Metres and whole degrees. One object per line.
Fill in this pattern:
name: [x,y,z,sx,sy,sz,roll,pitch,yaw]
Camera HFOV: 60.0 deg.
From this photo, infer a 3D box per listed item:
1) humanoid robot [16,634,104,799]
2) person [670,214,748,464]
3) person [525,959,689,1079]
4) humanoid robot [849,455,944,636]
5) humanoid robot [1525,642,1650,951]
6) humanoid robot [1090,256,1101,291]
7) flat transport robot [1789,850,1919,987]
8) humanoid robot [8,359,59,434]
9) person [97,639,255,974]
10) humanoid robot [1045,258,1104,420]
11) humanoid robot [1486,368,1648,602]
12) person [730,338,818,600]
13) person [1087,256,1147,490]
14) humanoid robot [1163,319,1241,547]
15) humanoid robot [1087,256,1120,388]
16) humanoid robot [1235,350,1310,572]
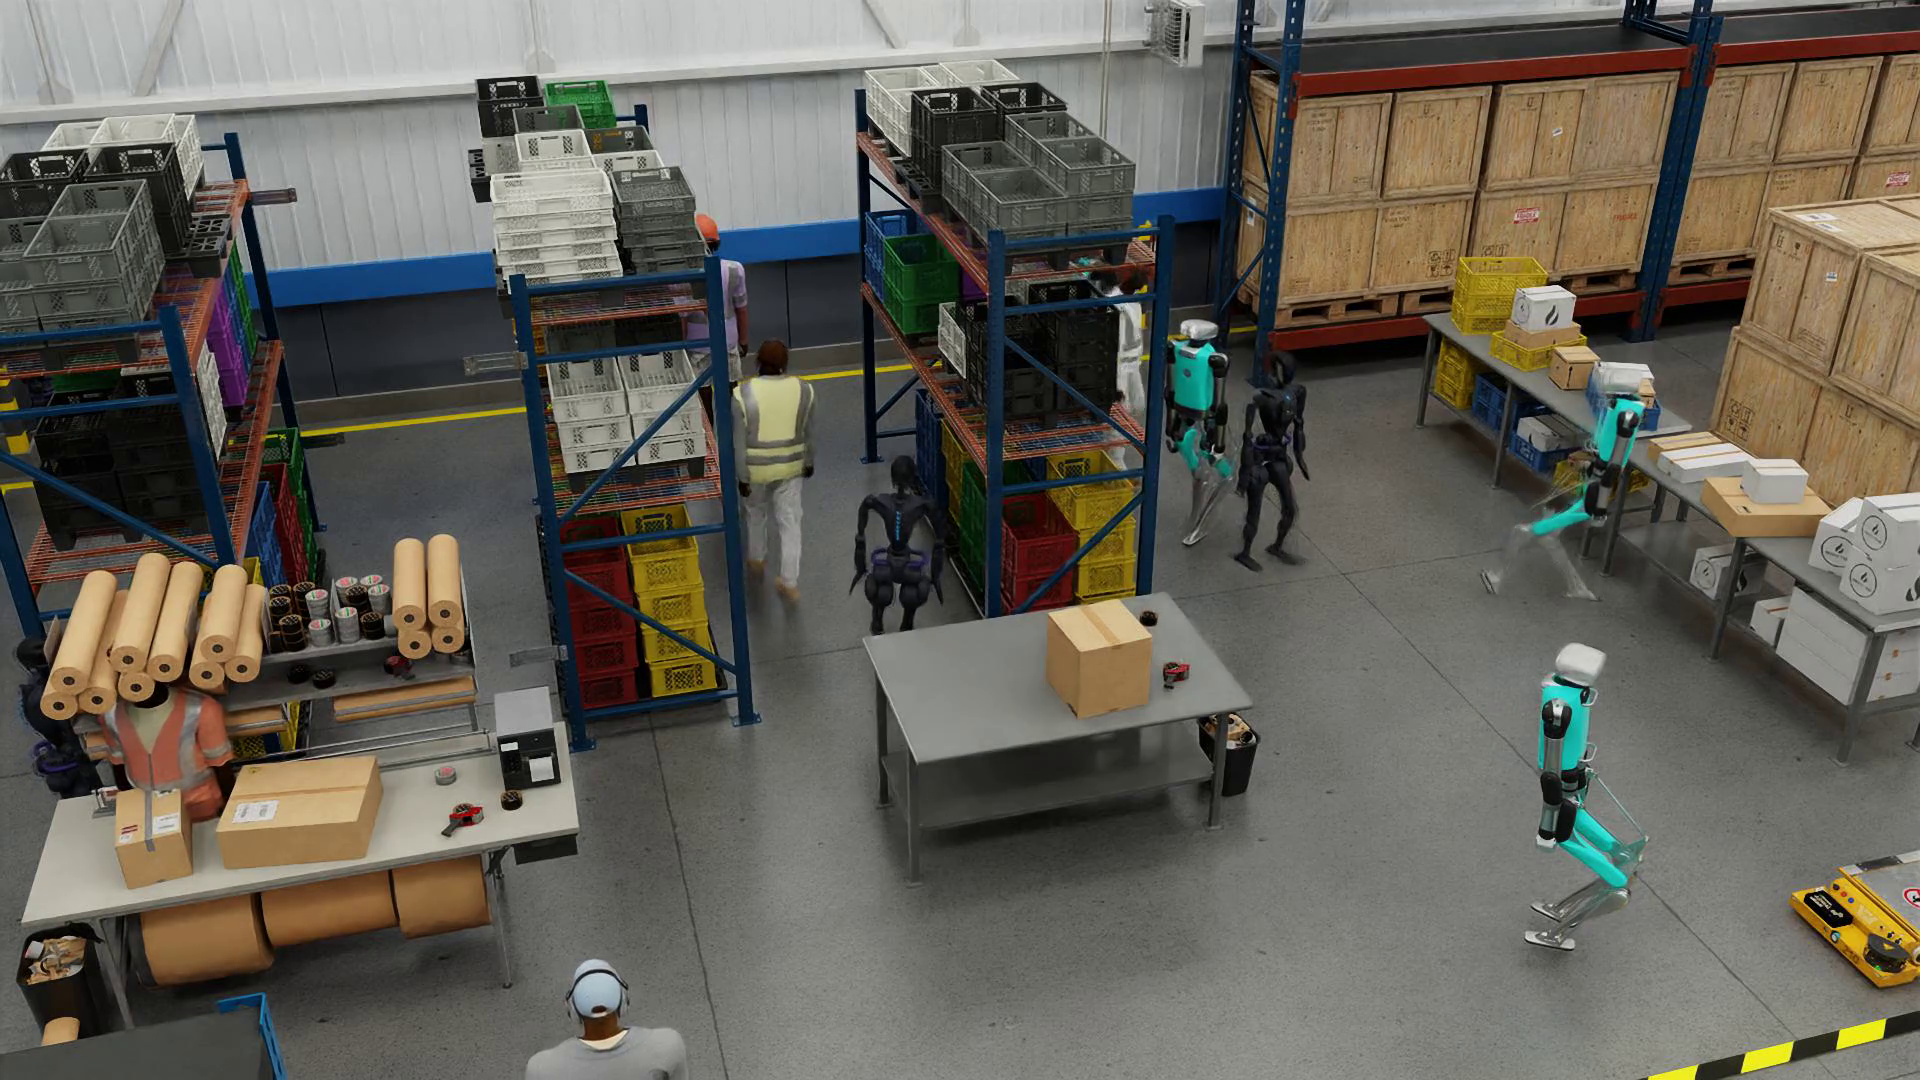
humanoid robot: [-4.504,1.202,8.505,0.319,1.648,0.612,-23,36,-35]
person: [-1.973,-1.584,13.204,0.606,2.044,0.367,-12,31,-21]
person: [-1.293,2.313,6.308,0.598,1.850,0.392,-9,30,-15]
humanoid robot: [-0.399,0.234,10.289,0.600,1.632,0.487,1,29,1]
humanoid robot: [3.114,1.310,8.118,0.735,1.674,0.533,15,32,26]
humanoid robot: [0.940,-1.939,14.114,0.545,1.760,0.677,0,29,0]
flat transport robot: [5.163,1.916,8.676,1.431,0.231,0.659,-8,30,-14]
humanoid robot: [-6.875,-0.987,12.479,0.313,1.657,0.601,-15,32,-25]
person: [-3.785,1.285,8.071,0.597,1.958,0.365,1,29,3]
humanoid robot: [0.903,-1.491,13.360,0.553,1.806,0.671,-4,29,-8]
humanoid robot: [4.047,-0.357,11.310,0.933,1.787,0.544,8,30,14]
person: [-1.284,-0.521,11.531,0.626,1.790,0.842,-8,30,-15]
person: [1.241,-1.334,12.918,0.472,1.872,0.644,11,31,19]
humanoid robot: [1.838,-0.767,12.134,0.553,1.885,0.735,25,38,38]
humanoid robot: [1.243,-2.031,14.397,0.374,1.642,0.595,12,31,21]
humanoid robot: [2.193,-0.551,11.700,0.601,1.655,0.326,-17,33,-28]
